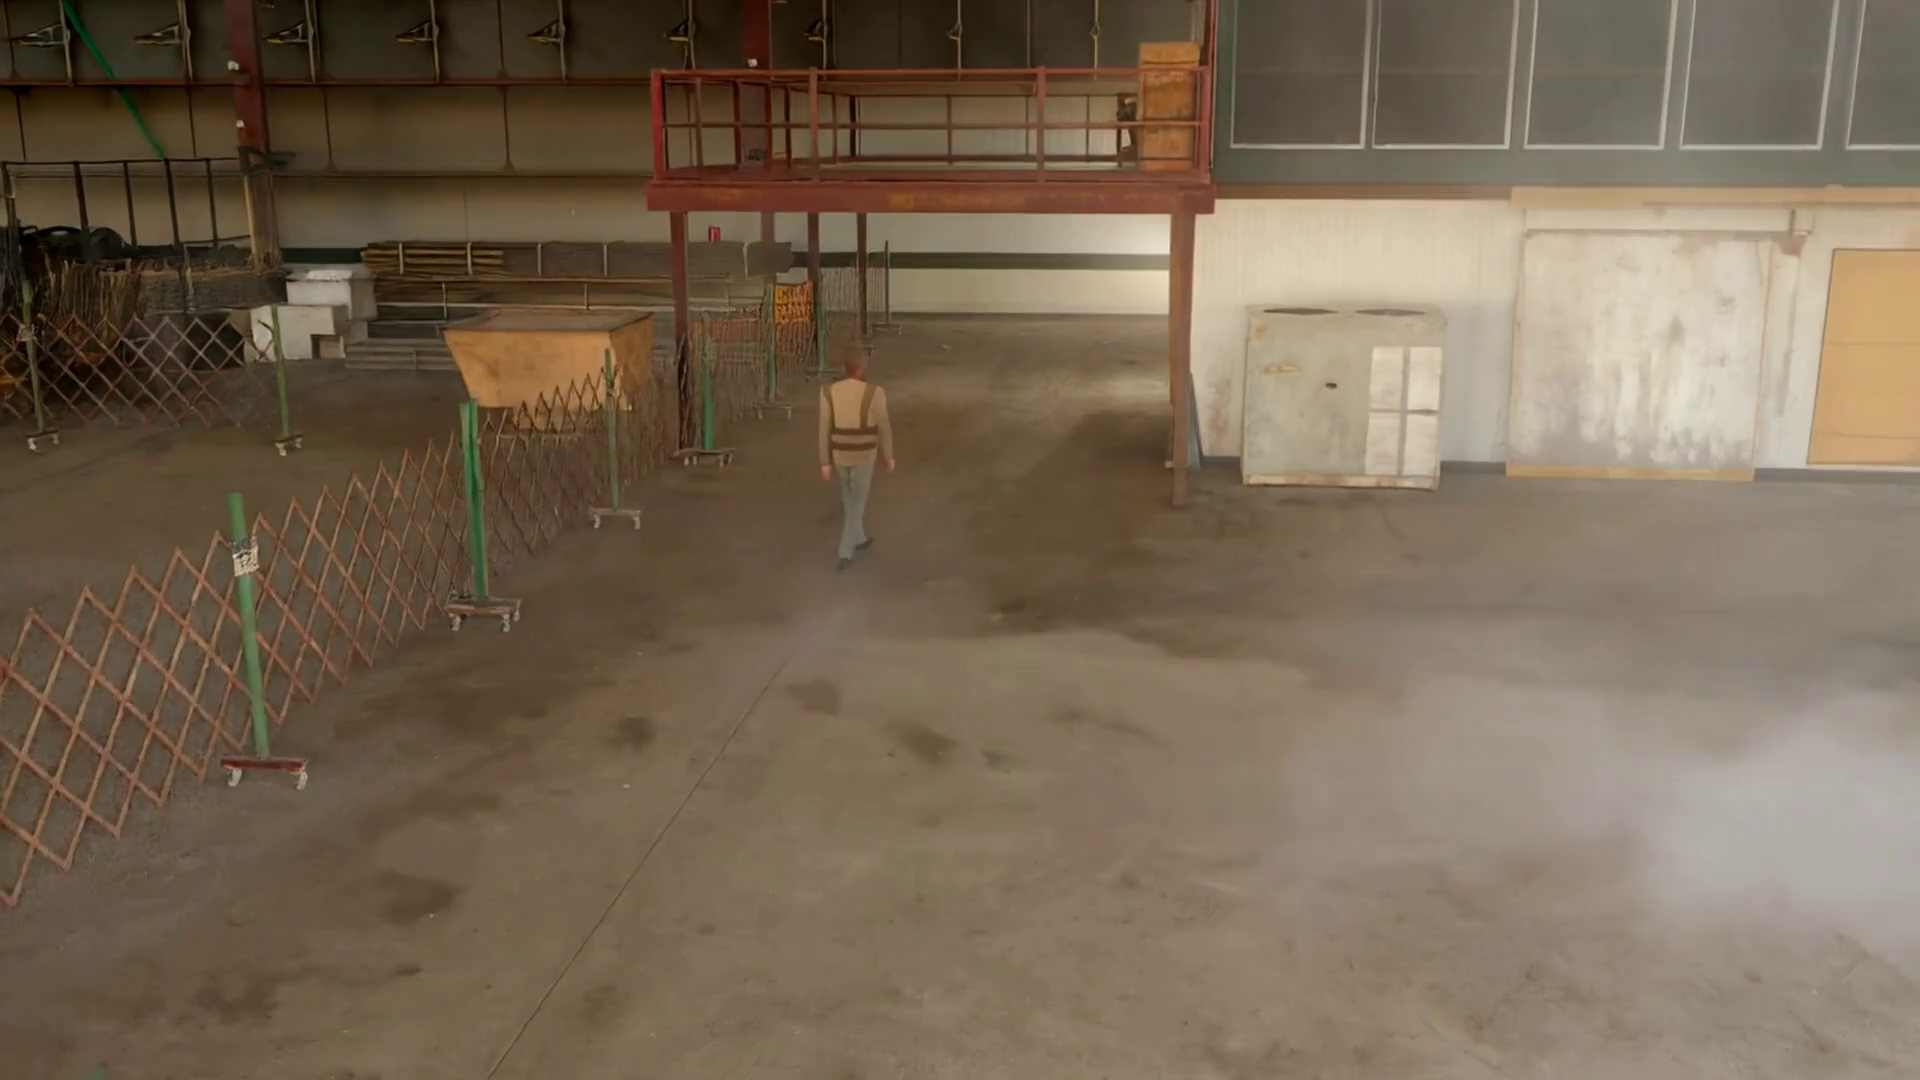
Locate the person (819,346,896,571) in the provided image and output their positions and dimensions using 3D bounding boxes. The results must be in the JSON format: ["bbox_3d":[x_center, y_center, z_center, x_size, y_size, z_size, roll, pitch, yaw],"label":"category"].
[{"bbox_3d":[-0.883,-0.687,13.804,0.581,1.836,1.005,5,14,18],"label":"person"}]
